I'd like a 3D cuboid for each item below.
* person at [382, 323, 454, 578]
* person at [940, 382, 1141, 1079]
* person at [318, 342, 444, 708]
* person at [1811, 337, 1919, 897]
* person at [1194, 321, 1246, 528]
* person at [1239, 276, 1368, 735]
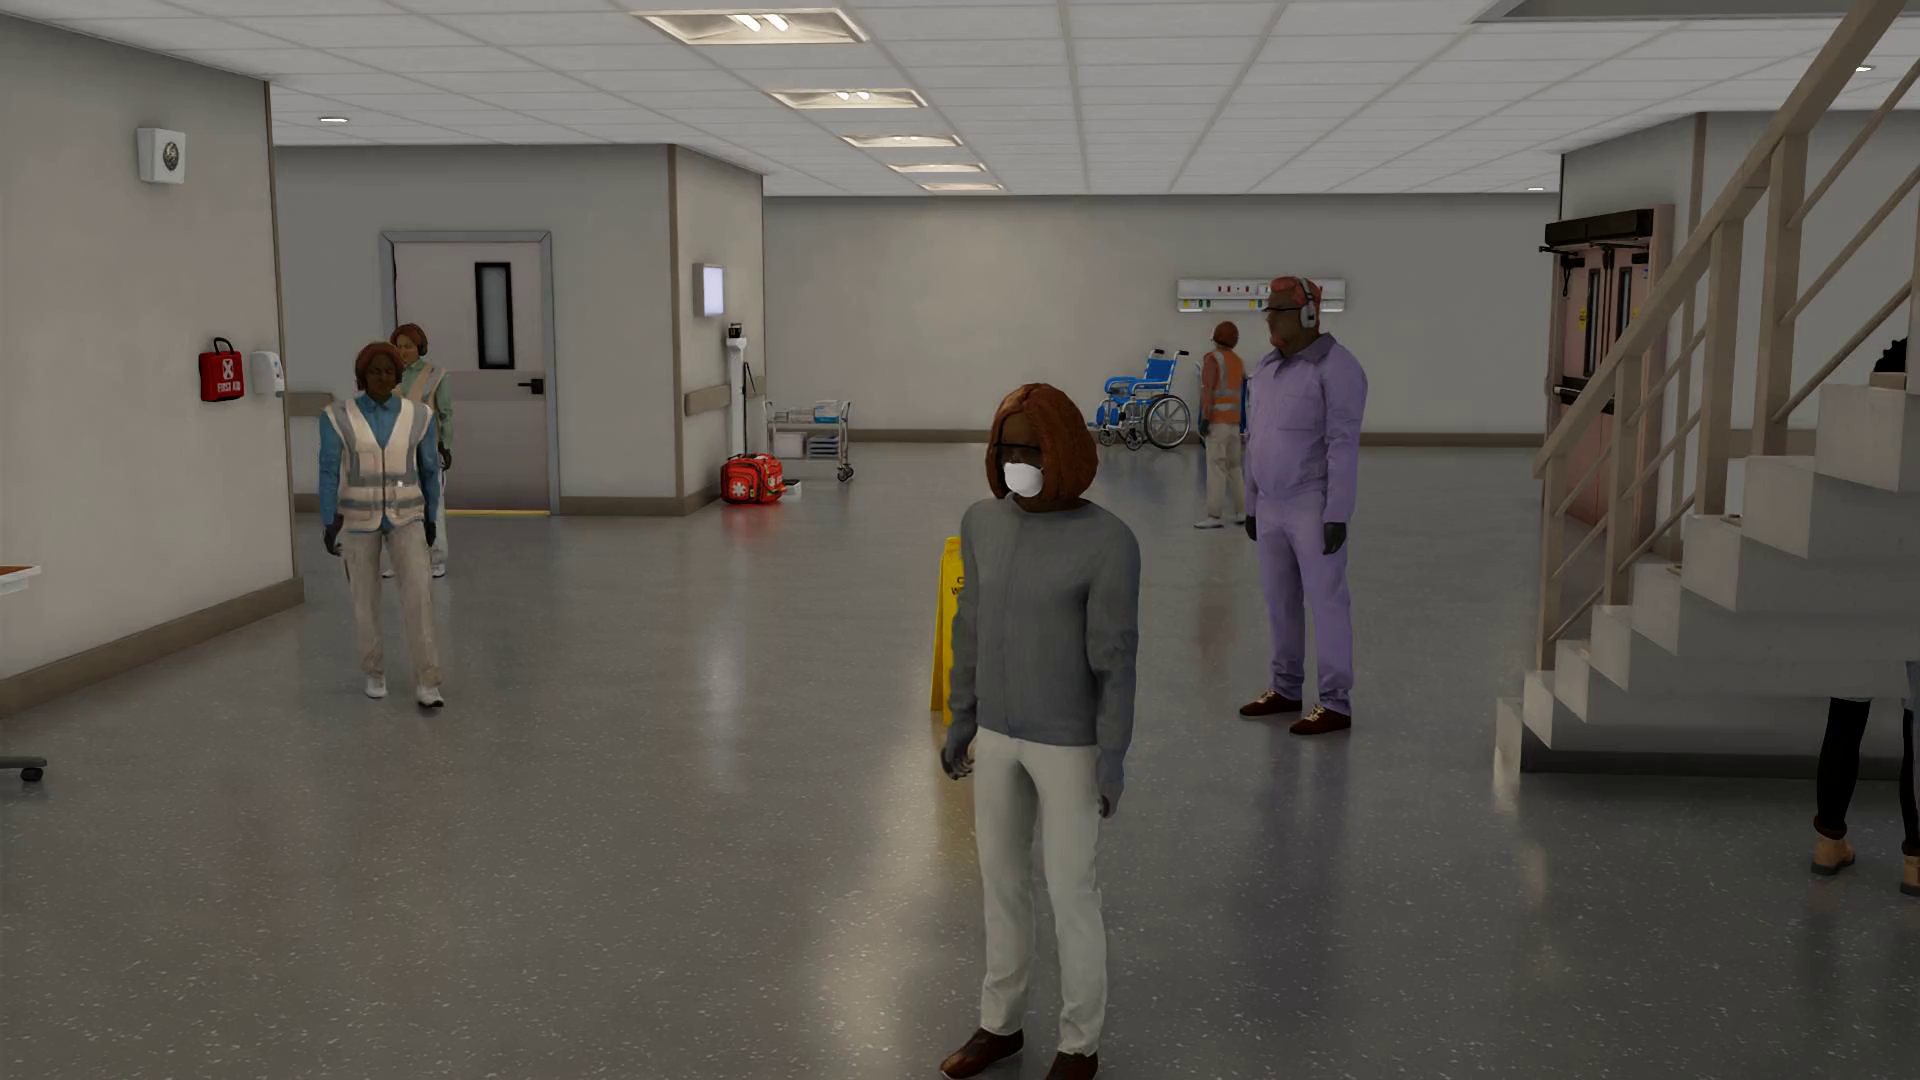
[{"bbox_3d":[-3.512,-0.570,10.705,0.514,1.638,0.309,0,8,1],"label":"person"},{"bbox_3d":[0.171,0.459,3.748,0.500,1.626,0.306,8,11,42],"label":"person"},{"bbox_3d":[-2.518,-0.049,7.276,0.522,1.606,0.795,-4,9,-25],"label":"person"},{"bbox_3d":[2.859,0.227,5.072,0.318,1.700,0.535,-7,11,-41],"label":"person"},{"bbox_3d":[2.040,-0.904,13.058,0.326,1.613,0.616,7,11,41],"label":"person"},{"bbox_3d":[1.401,-0.148,6.974,0.398,1.898,0.645,-4,9,-27],"label":"person"}]
